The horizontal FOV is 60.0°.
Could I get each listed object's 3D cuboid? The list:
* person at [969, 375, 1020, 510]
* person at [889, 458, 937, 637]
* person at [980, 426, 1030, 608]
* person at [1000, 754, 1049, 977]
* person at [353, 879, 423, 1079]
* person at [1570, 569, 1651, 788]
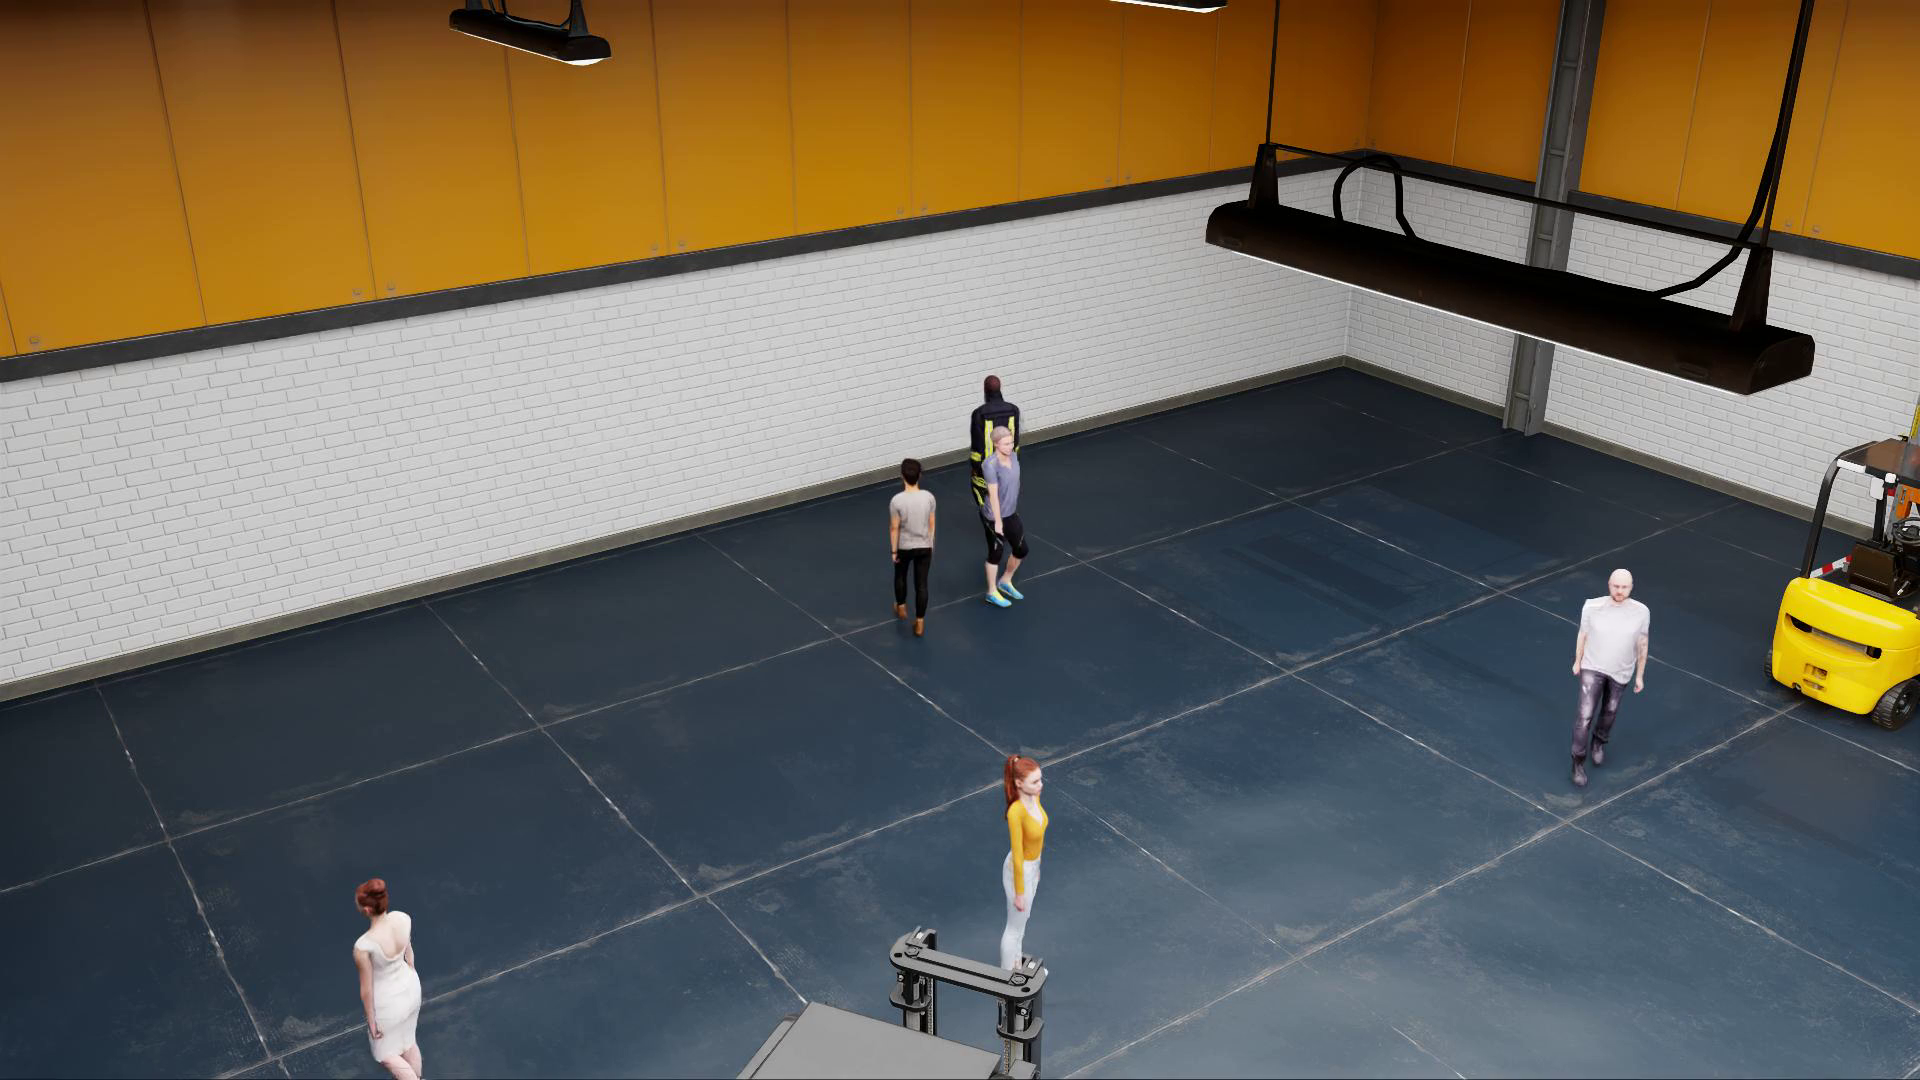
[{"bbox_3d":[0.379,-0.868,17.744,0.839,1.809,0.912,-8,25,-18],"label":"person"},{"bbox_3d":[-0.435,0.097,15.678,0.839,1.696,0.993,-2,24,-6],"label":"person"},{"bbox_3d":[0.322,-0.239,16.236,0.728,1.864,0.732,18,29,35],"label":"person"},{"bbox_3d":[0.405,2.180,10.846,0.712,1.749,0.675,7,25,16],"label":"person"},{"bbox_3d":[-3.184,2.724,9.561,0.880,1.782,0.736,15,28,31],"label":"person"},{"bbox_3d":[5.232,1.021,13.441,1.115,1.795,1.147,5,24,11],"label":"person"}]
